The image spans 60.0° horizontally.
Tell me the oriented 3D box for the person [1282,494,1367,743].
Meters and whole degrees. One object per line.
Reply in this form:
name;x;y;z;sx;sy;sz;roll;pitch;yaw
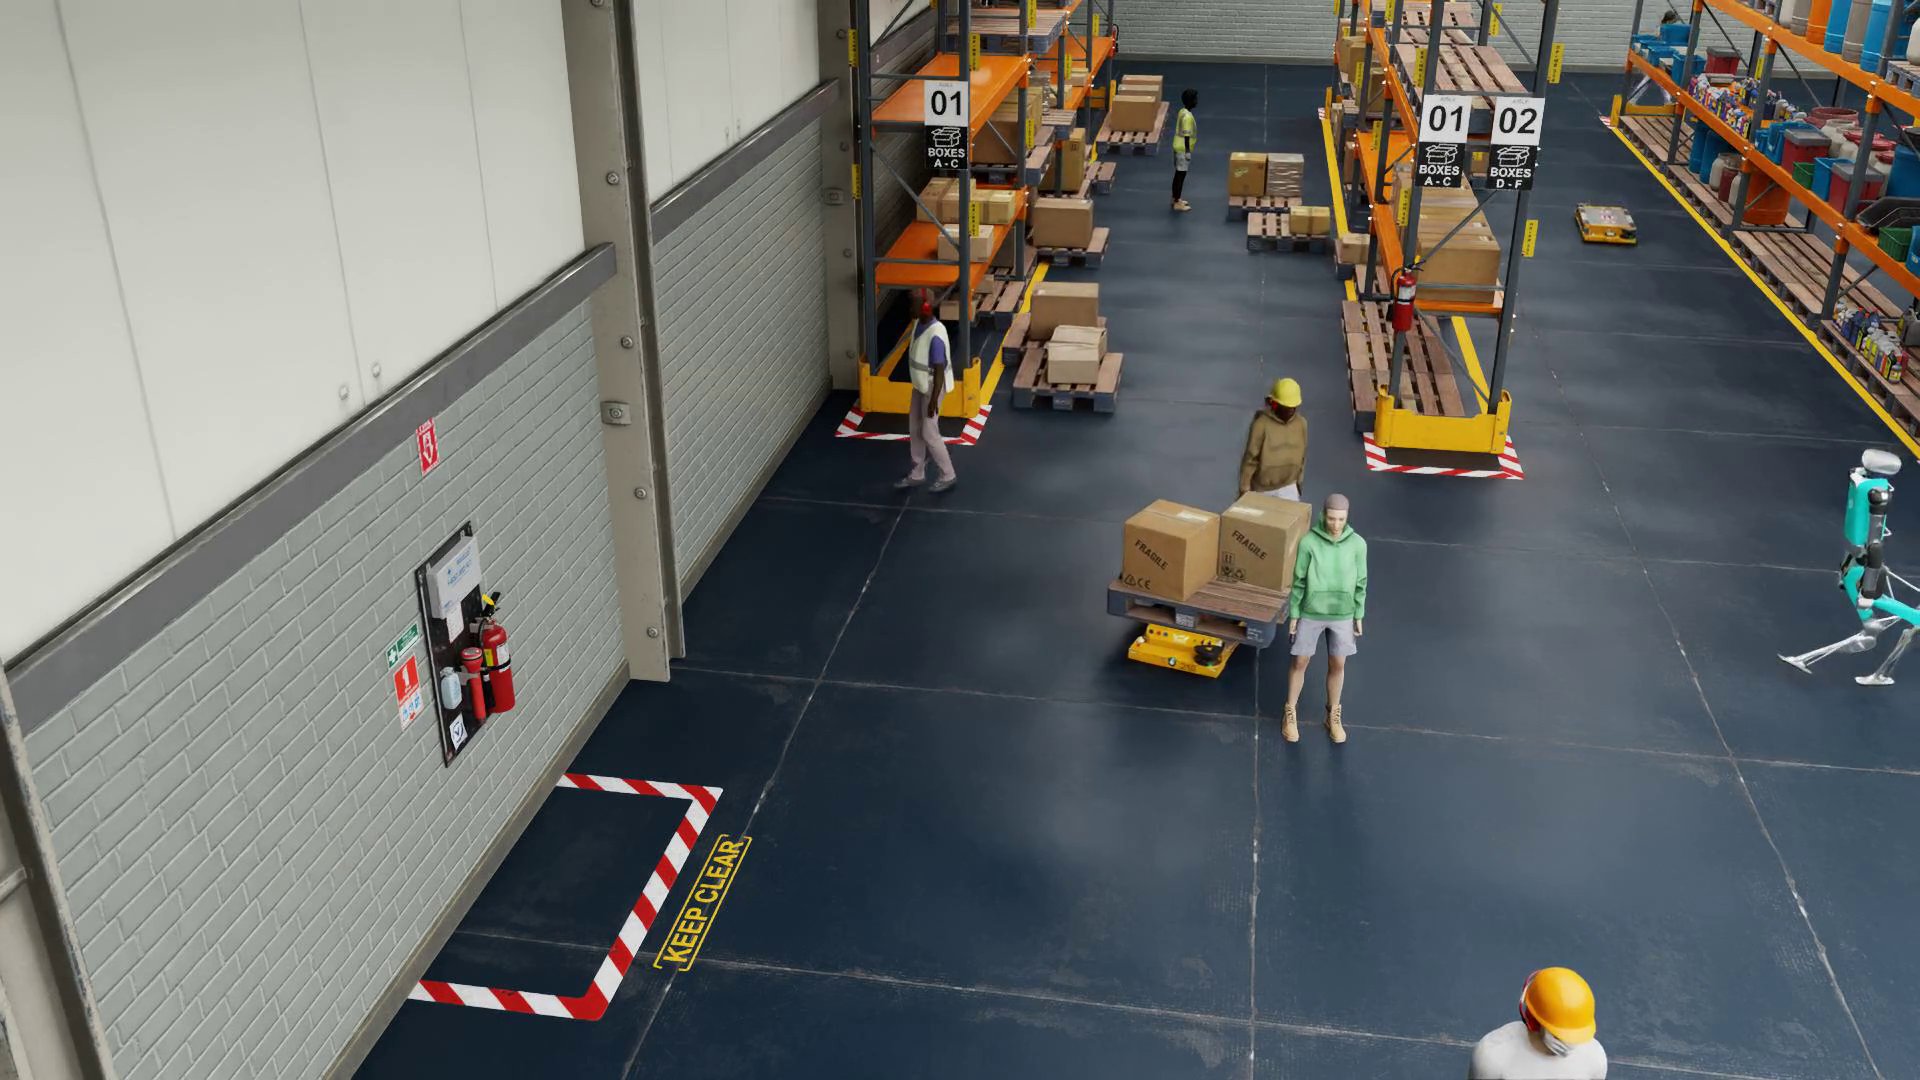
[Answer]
person;2.320;0.492;10.579;0.468;1.735;0.323;1;25;3

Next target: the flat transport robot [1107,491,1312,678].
flat transport robot;1.787;0.555;12.169;0.659;0.231;1.431;12;27;23

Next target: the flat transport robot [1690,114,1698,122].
flat transport robot;13.579;-7.310;29.002;0.659;0.231;1.431;-16;29;-31

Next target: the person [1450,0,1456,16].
person;9.290;-9.439;31.793;0.311;1.766;0.522;-11;27;-23

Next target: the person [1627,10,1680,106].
person;12.638;-8.636;30.025;0.995;1.803;0.520;10;27;20

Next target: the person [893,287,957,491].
person;-0.299;-1.289;14.291;0.472;1.839;0.572;-8;26;-17

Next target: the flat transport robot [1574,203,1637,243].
flat transport robot;8.735;-4.284;22.526;0.659;0.231;1.431;6;26;13

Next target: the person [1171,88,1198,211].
person;3.167;-5.512;23.477;0.322;1.690;0.531;0;25;0

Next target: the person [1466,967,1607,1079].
person;2.139;2.389;6.337;0.570;1.889;0.391;0;25;0

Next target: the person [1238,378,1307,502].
person;2.346;-0.440;12.596;0.584;1.722;0.848;-6;26;-13

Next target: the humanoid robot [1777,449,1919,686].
humanoid robot;6.129;0.235;11.094;0.968;1.734;0.555;4;25;8
